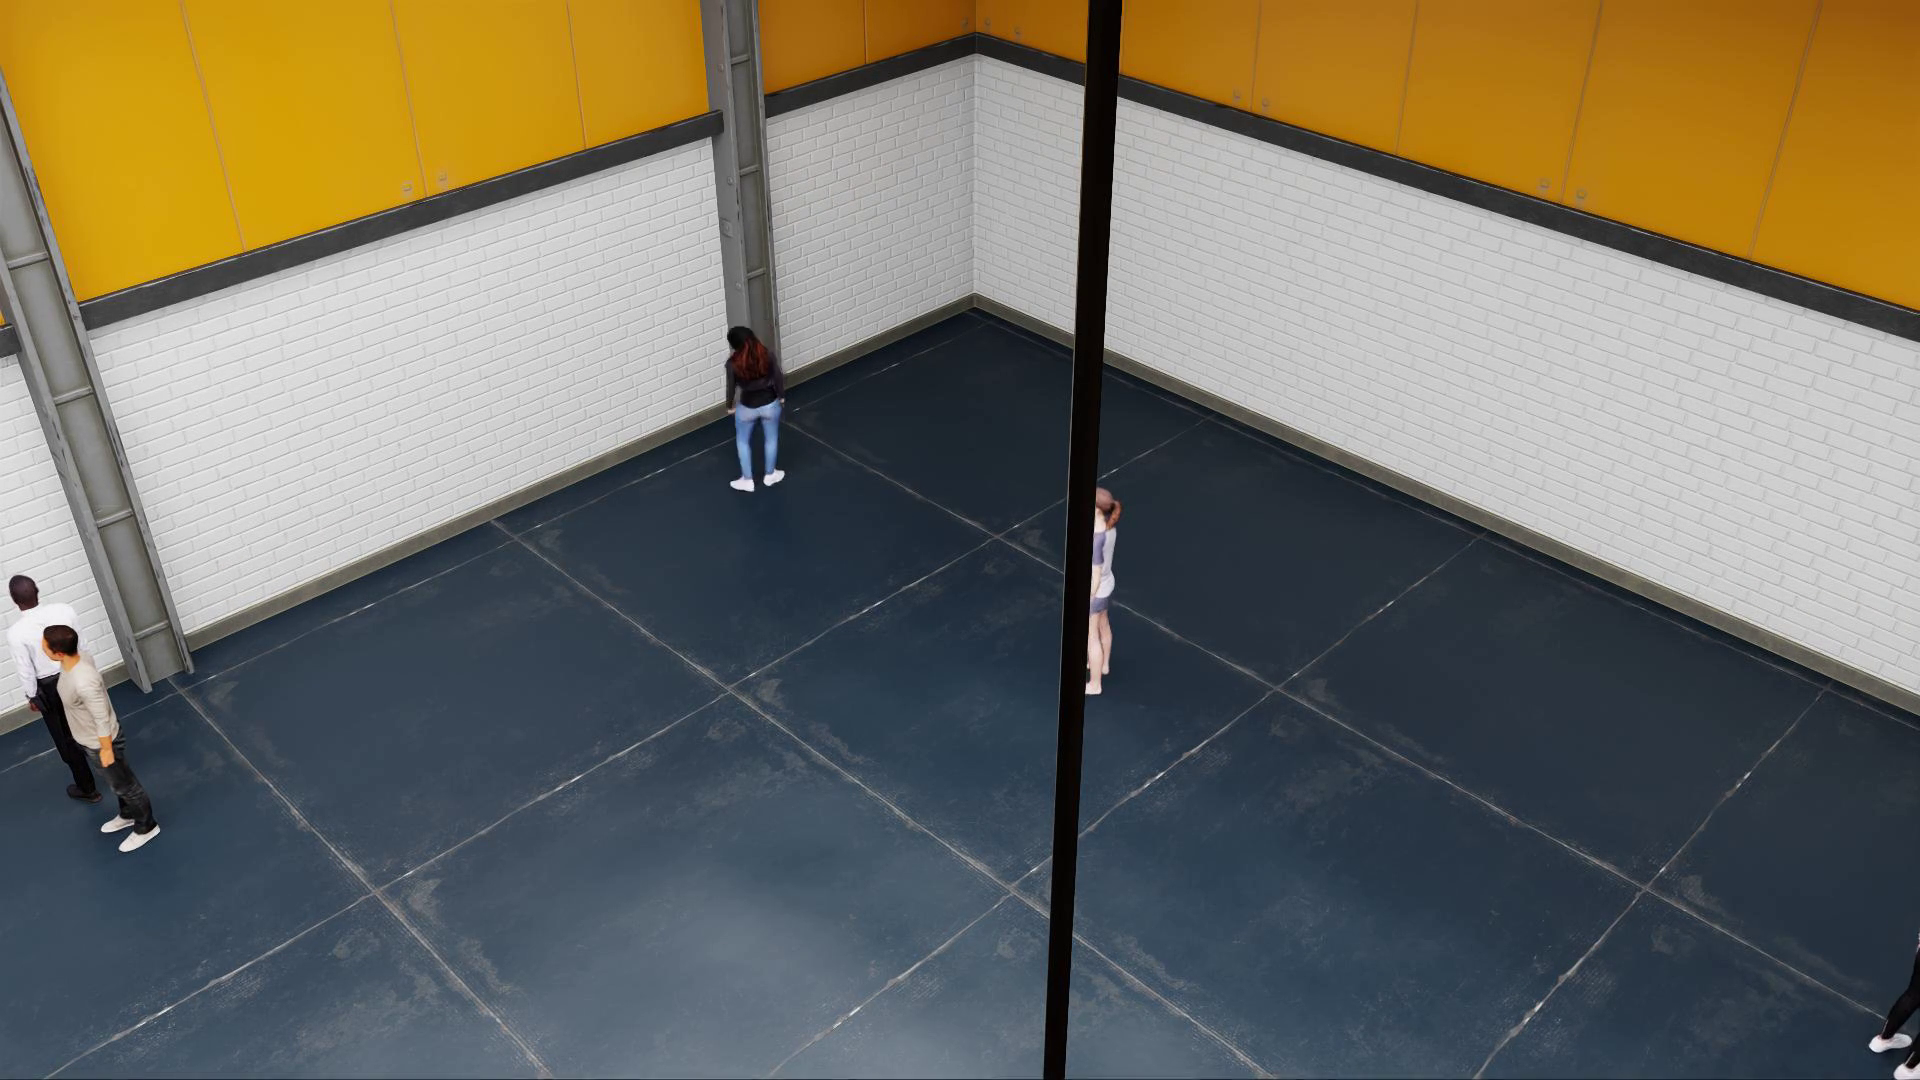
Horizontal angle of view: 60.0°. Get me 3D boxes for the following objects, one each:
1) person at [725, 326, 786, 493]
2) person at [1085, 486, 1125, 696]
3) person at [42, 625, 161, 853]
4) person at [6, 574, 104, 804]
[{"bbox_3d":[-1.785,-1.200,14.907,0.765,1.612,0.874,2,34,2],"label":"person"},{"bbox_3d":[1.018,0.369,12.407,0.721,1.766,0.611,12,35,17],"label":"person"},{"bbox_3d":[-5.683,1.273,11.009,0.571,1.809,0.670,-25,41,-32],"label":"person"},{"bbox_3d":[-6.142,1.007,11.384,0.732,1.837,0.527,21,39,29],"label":"person"}]
